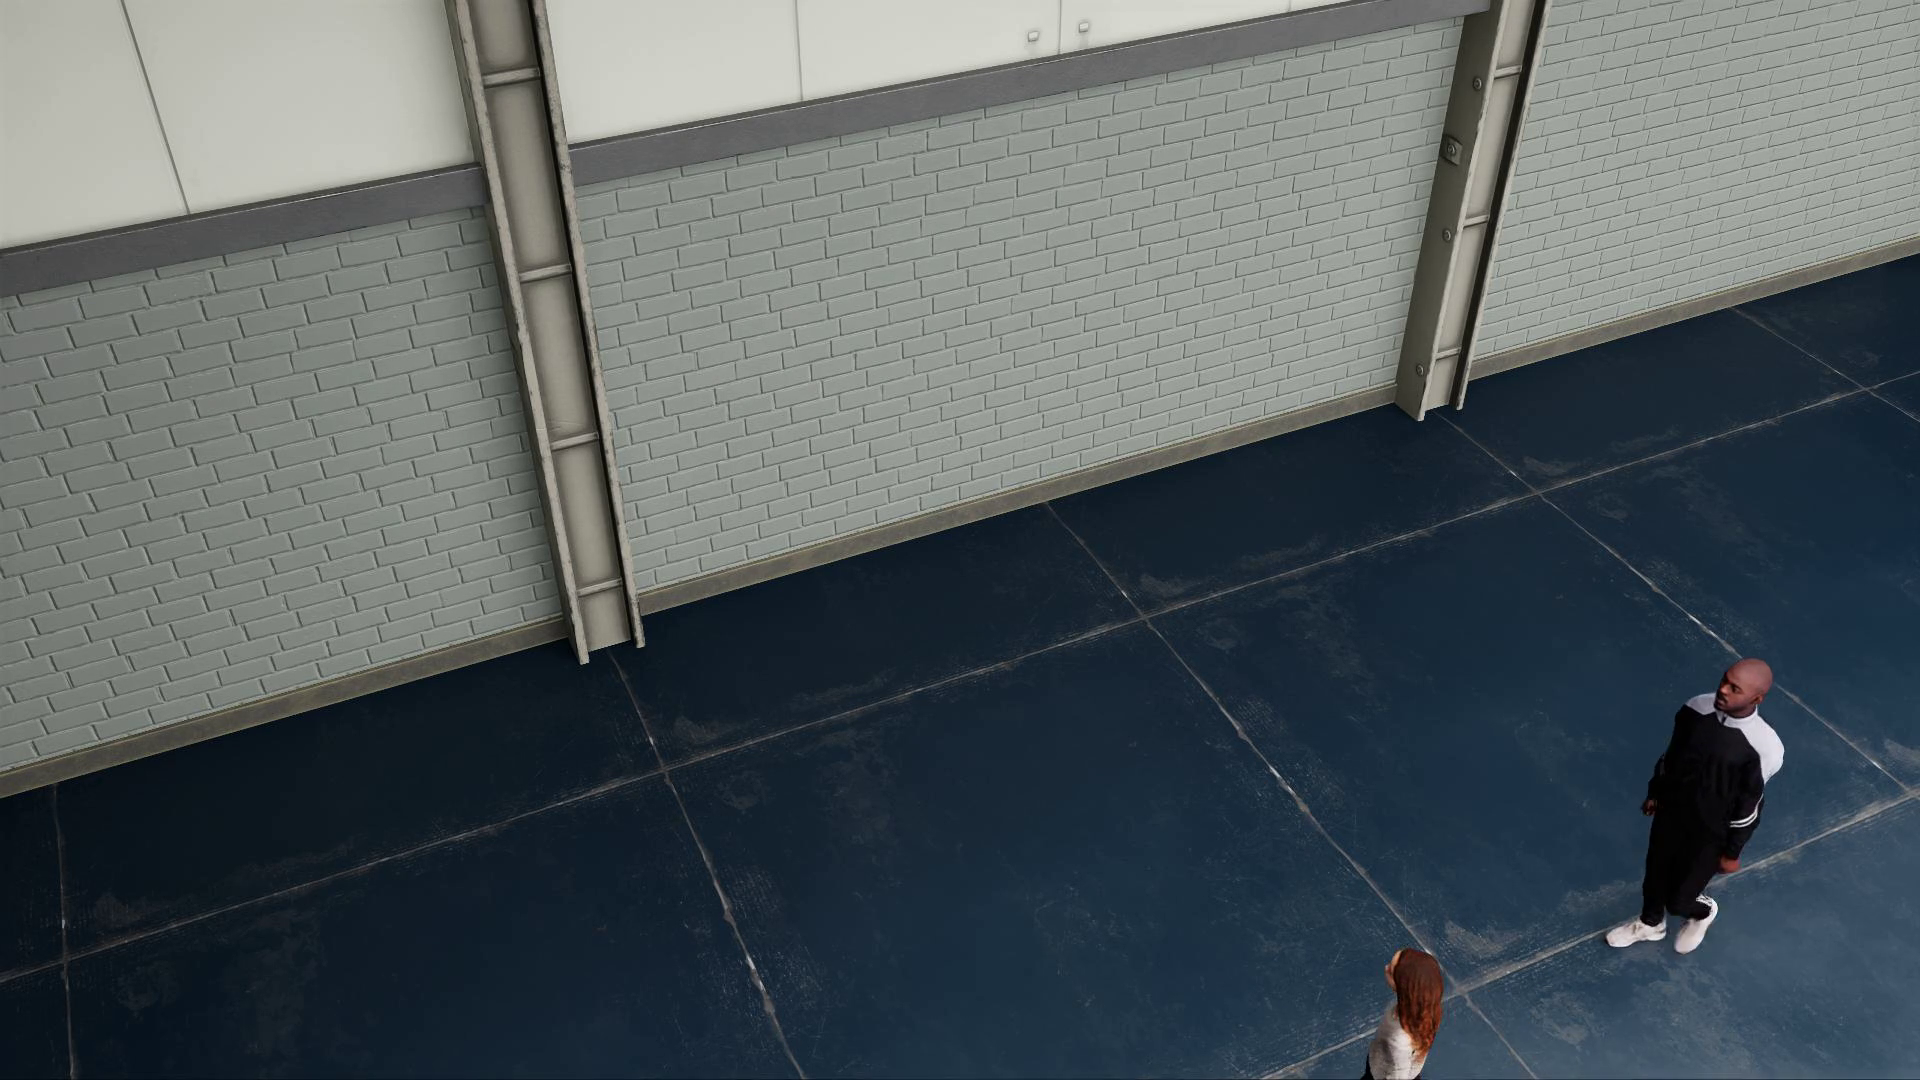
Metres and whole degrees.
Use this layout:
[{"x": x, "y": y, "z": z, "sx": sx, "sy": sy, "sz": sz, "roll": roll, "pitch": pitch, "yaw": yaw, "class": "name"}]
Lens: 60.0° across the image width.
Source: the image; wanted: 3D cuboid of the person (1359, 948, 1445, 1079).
[{"x": 1.784, "y": 2.169, "z": 6.654, "sx": 0.705, "sy": 1.476, "sz": 0.624, "roll": 22, "pitch": 43, "yaw": 25, "class": "person"}]

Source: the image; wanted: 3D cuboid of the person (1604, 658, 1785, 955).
[{"x": 3.437, "y": 1.233, "z": 7.575, "sx": 0.711, "sy": 1.815, "sz": 0.683, "roll": -15, "pitch": 40, "yaw": -18, "class": "person"}]
